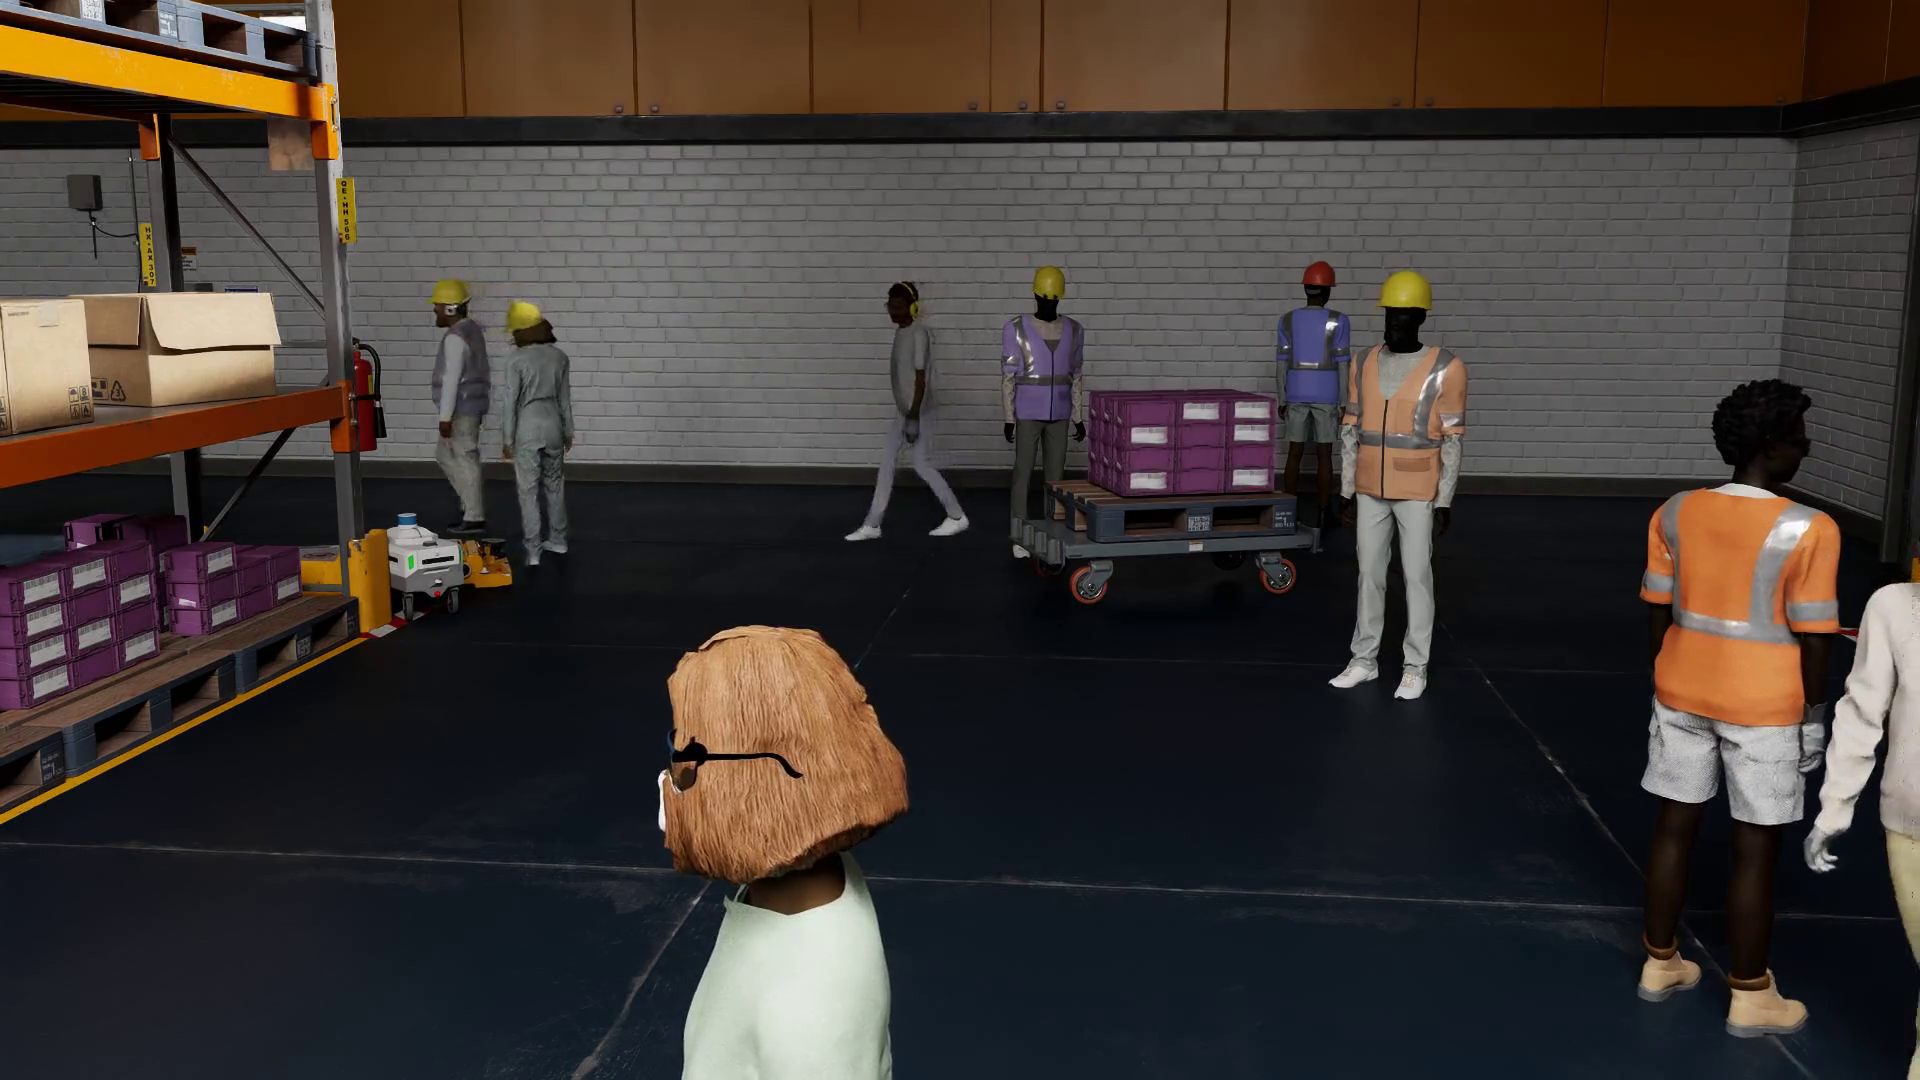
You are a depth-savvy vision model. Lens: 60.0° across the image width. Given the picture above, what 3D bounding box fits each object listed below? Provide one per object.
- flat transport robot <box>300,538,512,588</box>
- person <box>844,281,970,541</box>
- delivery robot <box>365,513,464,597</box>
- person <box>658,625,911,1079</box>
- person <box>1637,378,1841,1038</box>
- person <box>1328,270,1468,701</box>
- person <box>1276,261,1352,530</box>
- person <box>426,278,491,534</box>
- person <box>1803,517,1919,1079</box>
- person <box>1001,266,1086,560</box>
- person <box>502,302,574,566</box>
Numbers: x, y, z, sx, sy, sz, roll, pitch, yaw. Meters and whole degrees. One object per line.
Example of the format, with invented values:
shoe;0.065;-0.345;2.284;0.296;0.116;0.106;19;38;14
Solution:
flat transport robot;-3.439;0.162;9.947;1.431;0.197;0.652;-3;10;-18
person;-0.335;-0.894;11.611;0.907;1.818;0.590;-4;11;-21
delivery robot;-3.062;0.094;9.254;0.477;0.478;0.707;-9;13;-43
person;-0.194;0.898;1.849;0.280;1.629;0.502;-2;10;-10
person;2.015;0.430;4.334;0.321;1.694;0.537;-6;11;-30
person;1.977;-0.244;7.526;0.585;1.930;0.358;9;13;41
person;2.570;-1.042;12.074;0.551;1.937;0.356;5;11;28
person;-3.572;-0.939;11.815;0.460;1.815;0.624;-1;10;-6
person;2.118;0.633;3.523;0.853;1.580;0.483;-5;11;-28
person;0.558;-0.832;10.931;0.585;1.917;0.381;-4;11;-20
person;-2.755;-0.696;10.801;0.635;1.693;0.564;9;13;42
